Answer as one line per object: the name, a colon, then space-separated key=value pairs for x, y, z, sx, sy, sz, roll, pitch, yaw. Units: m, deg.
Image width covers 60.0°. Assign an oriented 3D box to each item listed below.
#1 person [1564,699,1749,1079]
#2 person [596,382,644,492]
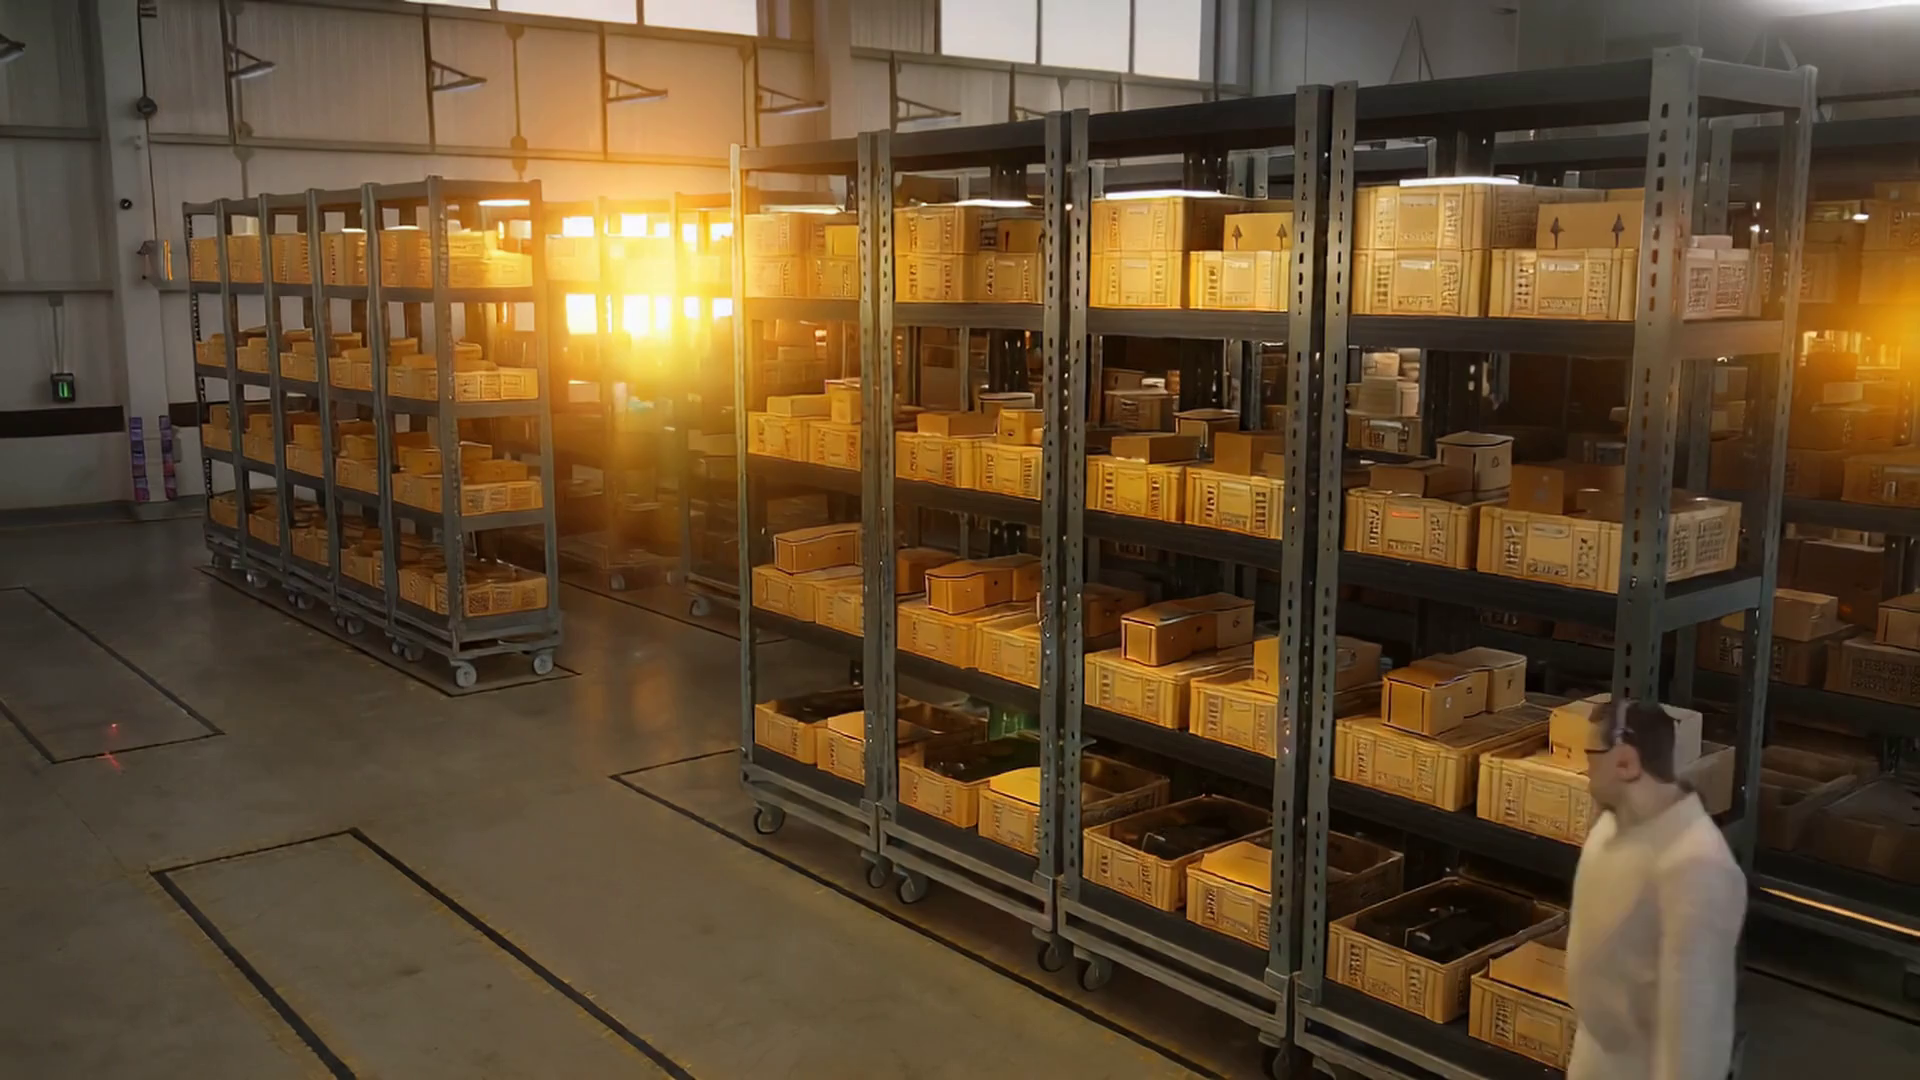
person: x=1.862 y=1.354 z=4.426 sx=0.531 sy=1.877 sz=0.672 roll=-1 pitch=9 yaw=-6
person: x=-3.988 y=-1.075 z=19.342 sx=0.632 sy=1.786 sz=0.412 roll=-1 pitch=9 yaw=-4
